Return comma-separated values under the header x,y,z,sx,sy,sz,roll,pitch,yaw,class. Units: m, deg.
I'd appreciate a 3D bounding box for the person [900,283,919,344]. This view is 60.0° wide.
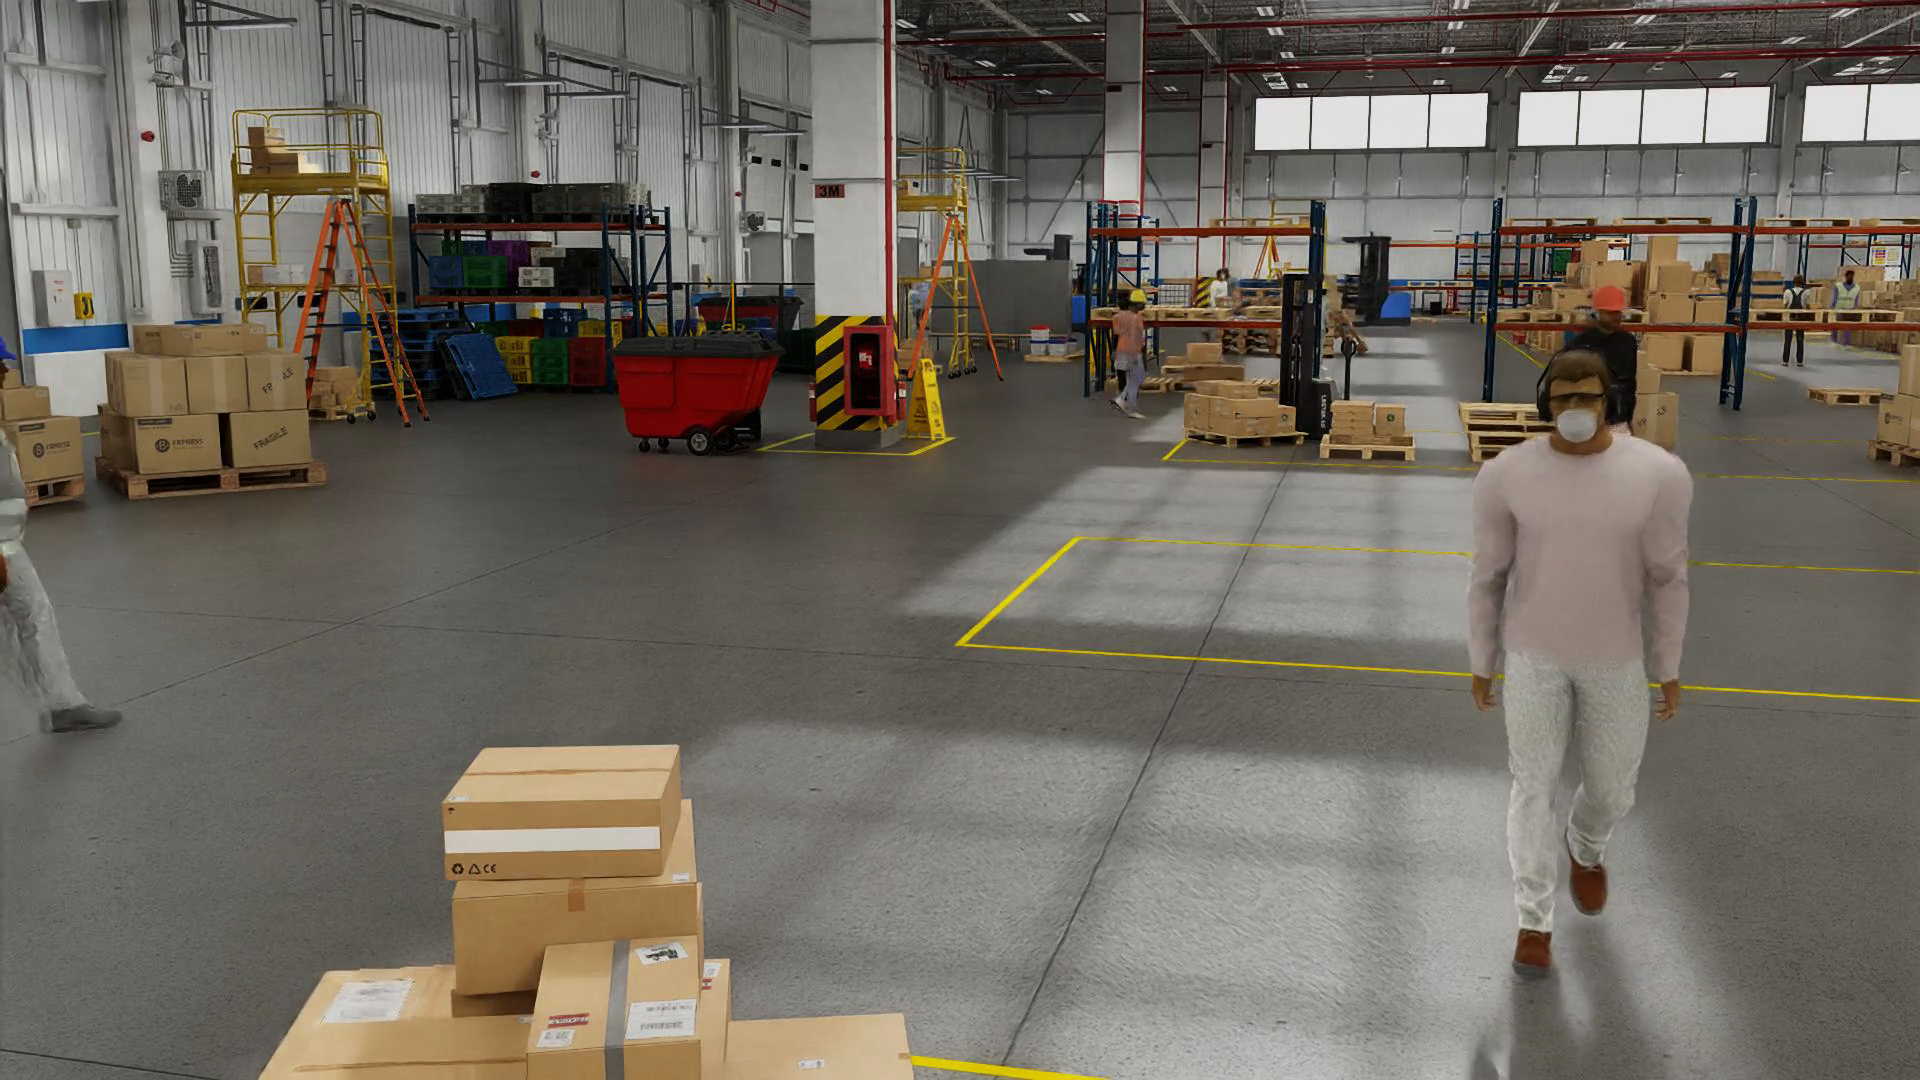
x,y,z,sx,sy,sz,roll,pitch,yaw,class
-1.308,-5.776,42.107,0.518,1.626,0.526,7,12,38,person

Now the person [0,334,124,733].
x,y,z,sx,sy,sz,roll,pitch,yaw,class
-4.356,-0.012,7.335,0.989,1.907,0.621,-5,11,-27,person

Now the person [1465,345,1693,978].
x,y,z,sx,sy,sz,roll,pitch,yaw,class
1.882,0.355,5.136,0.642,1.919,0.569,3,10,18,person

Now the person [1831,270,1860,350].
x,y,z,sx,sy,sz,roll,pitch,yaw,class
21.142,-5.506,39.759,0.598,1.889,0.889,3,10,15,person

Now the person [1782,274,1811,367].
x,y,z,sx,sy,sz,roll,pitch,yaw,class
16.724,-4.387,33.285,0.516,1.842,0.325,5,11,27,person

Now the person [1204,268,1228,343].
x,y,z,sx,sy,sz,roll,pitch,yaw,class
6.390,-5.784,41.297,0.672,1.913,0.633,8,12,39,person

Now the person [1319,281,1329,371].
x,y,z,sx,sy,sz,roll,pitch,yaw,class
6.893,-4.109,31.965,0.485,1.736,0.321,-5,11,-28,person

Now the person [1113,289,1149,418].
x,y,z,sx,sy,sz,roll,pitch,yaw,class
2.358,-2.520,22.553,0.417,1.752,0.545,1,10,8,person

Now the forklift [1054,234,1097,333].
x,y,z,sx,sy,sz,roll,pitch,yaw,class
2.933,-7.338,47.611,1.873,2.768,1.129,2,10,14,forklift

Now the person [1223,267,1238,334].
x,y,z,sx,sy,sz,roll,pitch,yaw,class
7.347,-6.535,45.733,0.437,1.913,0.657,-8,12,-38,person

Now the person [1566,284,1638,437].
x,y,z,sx,sy,sz,roll,pitch,yaw,class
4.747,-0.893,12.307,0.653,1.976,0.438,-3,10,-16,person

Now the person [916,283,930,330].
x,y,z,sx,sy,sz,roll,pitch,yaw,class
-1.106,-7.319,50.321,0.395,1.929,0.542,7,12,35,person

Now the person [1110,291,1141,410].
x,y,z,sx,sy,sz,roll,pitch,yaw,class
2.366,-2.709,23.828,0.540,1.696,0.317,-8,13,-40,person

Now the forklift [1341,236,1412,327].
x,y,z,sx,sy,sz,roll,pitch,yaw,class
13.024,-8.041,51.747,1.873,2.768,1.129,-2,10,-12,forklift

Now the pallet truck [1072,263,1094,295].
x,y,z,sx,sy,sz,roll,pitch,yaw,class
4.325,-8.180,55.162,0.823,1.965,1.885,6,11,31,pallet truck

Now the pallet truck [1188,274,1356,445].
x,y,z,sx,sy,sz,roll,pitch,yaw,class
3.653,-2.138,19.590,1.885,1.965,0.823,-4,10,-20,pallet truck
